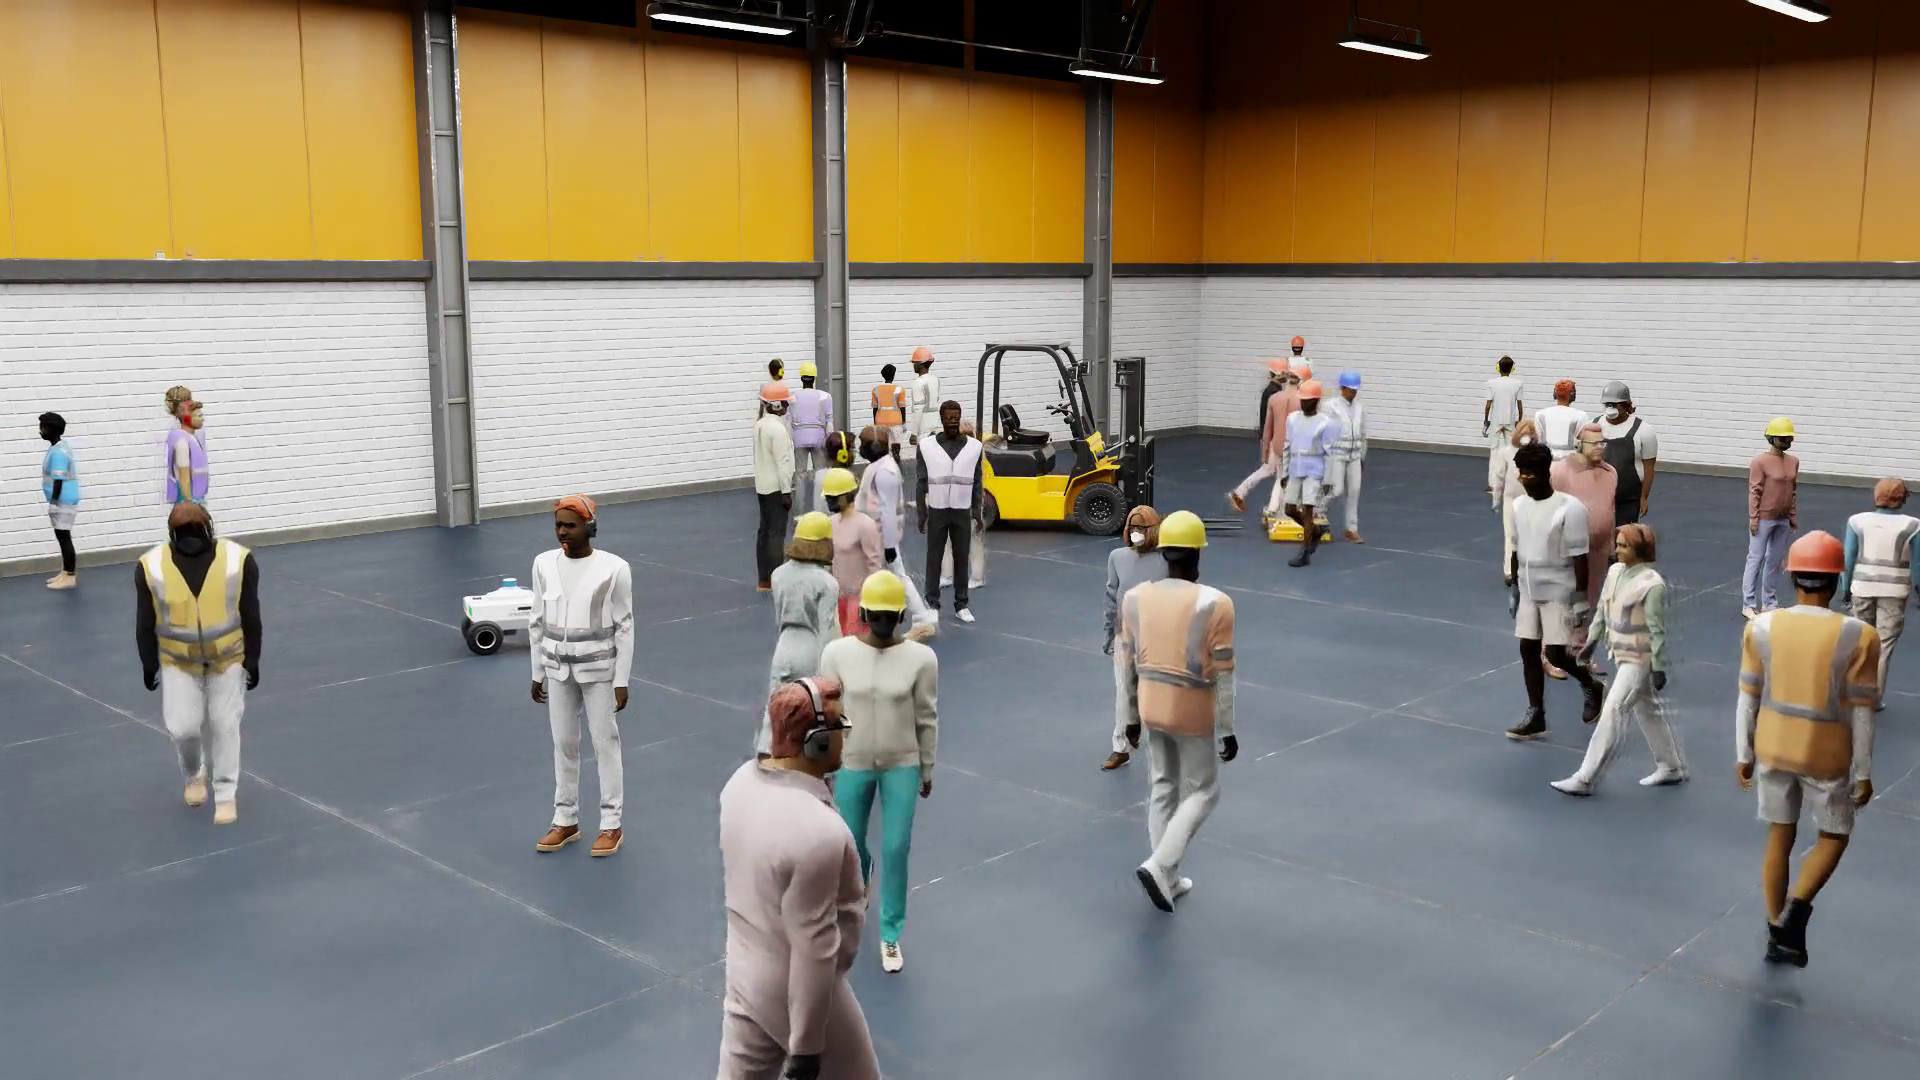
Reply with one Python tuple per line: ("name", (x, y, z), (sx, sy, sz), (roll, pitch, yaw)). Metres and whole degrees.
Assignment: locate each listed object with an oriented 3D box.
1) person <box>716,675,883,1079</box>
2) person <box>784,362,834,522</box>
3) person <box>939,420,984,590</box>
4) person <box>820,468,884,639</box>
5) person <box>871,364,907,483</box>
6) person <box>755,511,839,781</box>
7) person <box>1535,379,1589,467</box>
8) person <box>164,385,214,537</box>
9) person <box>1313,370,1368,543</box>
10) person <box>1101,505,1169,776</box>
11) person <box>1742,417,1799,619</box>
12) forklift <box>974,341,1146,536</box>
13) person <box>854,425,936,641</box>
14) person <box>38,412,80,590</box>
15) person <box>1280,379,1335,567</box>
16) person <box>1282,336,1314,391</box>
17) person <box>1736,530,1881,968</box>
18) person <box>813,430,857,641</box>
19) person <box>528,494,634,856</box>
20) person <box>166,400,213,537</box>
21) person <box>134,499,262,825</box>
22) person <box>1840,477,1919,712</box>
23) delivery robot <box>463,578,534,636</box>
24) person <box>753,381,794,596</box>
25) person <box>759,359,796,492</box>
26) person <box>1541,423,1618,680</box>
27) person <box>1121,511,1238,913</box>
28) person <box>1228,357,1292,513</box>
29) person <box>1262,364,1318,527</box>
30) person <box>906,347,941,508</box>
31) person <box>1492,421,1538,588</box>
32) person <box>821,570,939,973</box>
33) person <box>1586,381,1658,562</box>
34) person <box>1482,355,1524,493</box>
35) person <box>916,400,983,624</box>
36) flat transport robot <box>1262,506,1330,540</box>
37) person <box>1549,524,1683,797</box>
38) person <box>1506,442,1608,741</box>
("person", (-0.426, 1.310, 4.961), (0.982, 1.855, 0.652), (-6, 11, -33))
("person", (-1.807, -1.163, 19.904), (0.592, 1.926, 0.366), (-1, 9, -7))
("person", (-0.035, -0.314, 15.609), (0.650, 1.612, 0.547), (-7, 12, -37))
("person", (-0.718, 0.389, 10.940), (0.475, 1.742, 0.552), (-7, 11, -36))
("person", (-1.004, -1.641, 23.562), (0.532, 1.694, 0.320), (3, 10, 20))
("person", (-0.879, 0.686, 9.281), (0.494, 1.694, 0.894), (5, 11, 30))
("person", (6.304, -0.742, 17.456), (0.580, 1.883, 0.352), (7, 12, 38))
("person", (-7.332, -0.503, 15.823), (0.369, 1.938, 0.630), (-2, 9, -11))
("person", (4.257, -0.932, 18.485), (0.633, 1.925, 0.570), (-4, 10, -25))
("person", (1.090, 0.599, 9.994), (0.498, 1.634, 0.280), (5, 10, 27))
("person", (7.035, -0.183, 14.387), (0.525, 1.769, 0.312), (-4, 10, -22))
("forklift", (0.977, -1.223, 19.452), (2.313, 2.155, 1.214), (2, 9, 11))
("person", (-0.642, -0.034, 13.408), (0.971, 1.796, 0.644), (-1, 9, -4))
("person", (-8.551, -0.376, 15.799), (0.347, 1.689, 0.547), (-5, 10, -27))
("person", (3.579, -0.691, 17.028), (0.576, 1.923, 0.588), (9, 13, 42))
("person", (5.537, -2.384, 27.347), (0.545, 1.942, 0.349), (2, 10, 13))
("person", (3.603, 0.920, 7.140), (0.558, 1.921, 0.533), (9, 13, 43))
("person", (-0.883, 0.104, 12.367), (0.403, 1.852, 0.548), (-5, 11, -28))
("person", (-1.969, 0.698, 8.627), (0.574, 1.885, 0.355), (2, 10, 14))
("person", (-7.089, -0.369, 15.306), (0.501, 1.834, 0.585), (-3, 10, -17))
("person", (-4.147, 0.658, 9.108), (0.634, 1.816, 0.486), (-4, 10, -21))
("person", (6.354, 0.372, 11.423), (0.524, 1.618, 0.508), (-8, 12, -40))
("delivery robot", (-3.592, 0.551, 13.305), (0.707, 0.478, 0.477), (-4, 10, -22))
("person", (-1.717, -0.479, 15.496), (0.379, 1.996, 0.609), (-5, 11, -29))
("person", (-2.371, -1.499, 22.275), (0.519, 1.832, 0.841), (8, 12, 40))
("person", (4.617, 0.080, 12.353), (0.649, 1.905, 0.403), (-3, 10, -20))
("person", (0.991, 0.821, 7.796), (0.608, 1.907, 0.555), (7, 12, 38))
("person", (3.797, -1.274, 20.460), (0.889, 1.968, 0.628), (2, 10, 14))
("person", (3.760, -1.026, 18.978), (0.663, 1.950, 0.588), (8, 12, 40))
("person", (-0.478, -1.428, 21.176), (0.378, 2.044, 0.608), (4, 10, 23))
("person", (5.372, -0.346, 15.911), (0.511, 1.581, 0.872), (2, 10, 14))
("person", (-0.354, 0.970, 7.339), (0.527, 1.749, 0.570), (0, 9, -1))
("person", (5.876, -0.424, 15.027), (0.688, 2.000, 0.536), (7, 12, 37))
("person", (7.342, -1.560, 22.511), (0.531, 1.870, 0.316), (1, 9, 8))
("person", (-0.090, -0.245, 14.296), (0.590, 1.922, 0.392), (-2, 9, -12))
("flat transport robot", (3.843, -0.201, 19.069), (0.652, 0.197, 1.431), (1, 9, 6))
("person", (3.860, 0.687, 9.598), (0.878, 1.591, 0.526), (-1, 9, -3))
("person", (3.839, 0.329, 10.720), (0.686, 1.936, 0.668), (-5, 10, -26))
